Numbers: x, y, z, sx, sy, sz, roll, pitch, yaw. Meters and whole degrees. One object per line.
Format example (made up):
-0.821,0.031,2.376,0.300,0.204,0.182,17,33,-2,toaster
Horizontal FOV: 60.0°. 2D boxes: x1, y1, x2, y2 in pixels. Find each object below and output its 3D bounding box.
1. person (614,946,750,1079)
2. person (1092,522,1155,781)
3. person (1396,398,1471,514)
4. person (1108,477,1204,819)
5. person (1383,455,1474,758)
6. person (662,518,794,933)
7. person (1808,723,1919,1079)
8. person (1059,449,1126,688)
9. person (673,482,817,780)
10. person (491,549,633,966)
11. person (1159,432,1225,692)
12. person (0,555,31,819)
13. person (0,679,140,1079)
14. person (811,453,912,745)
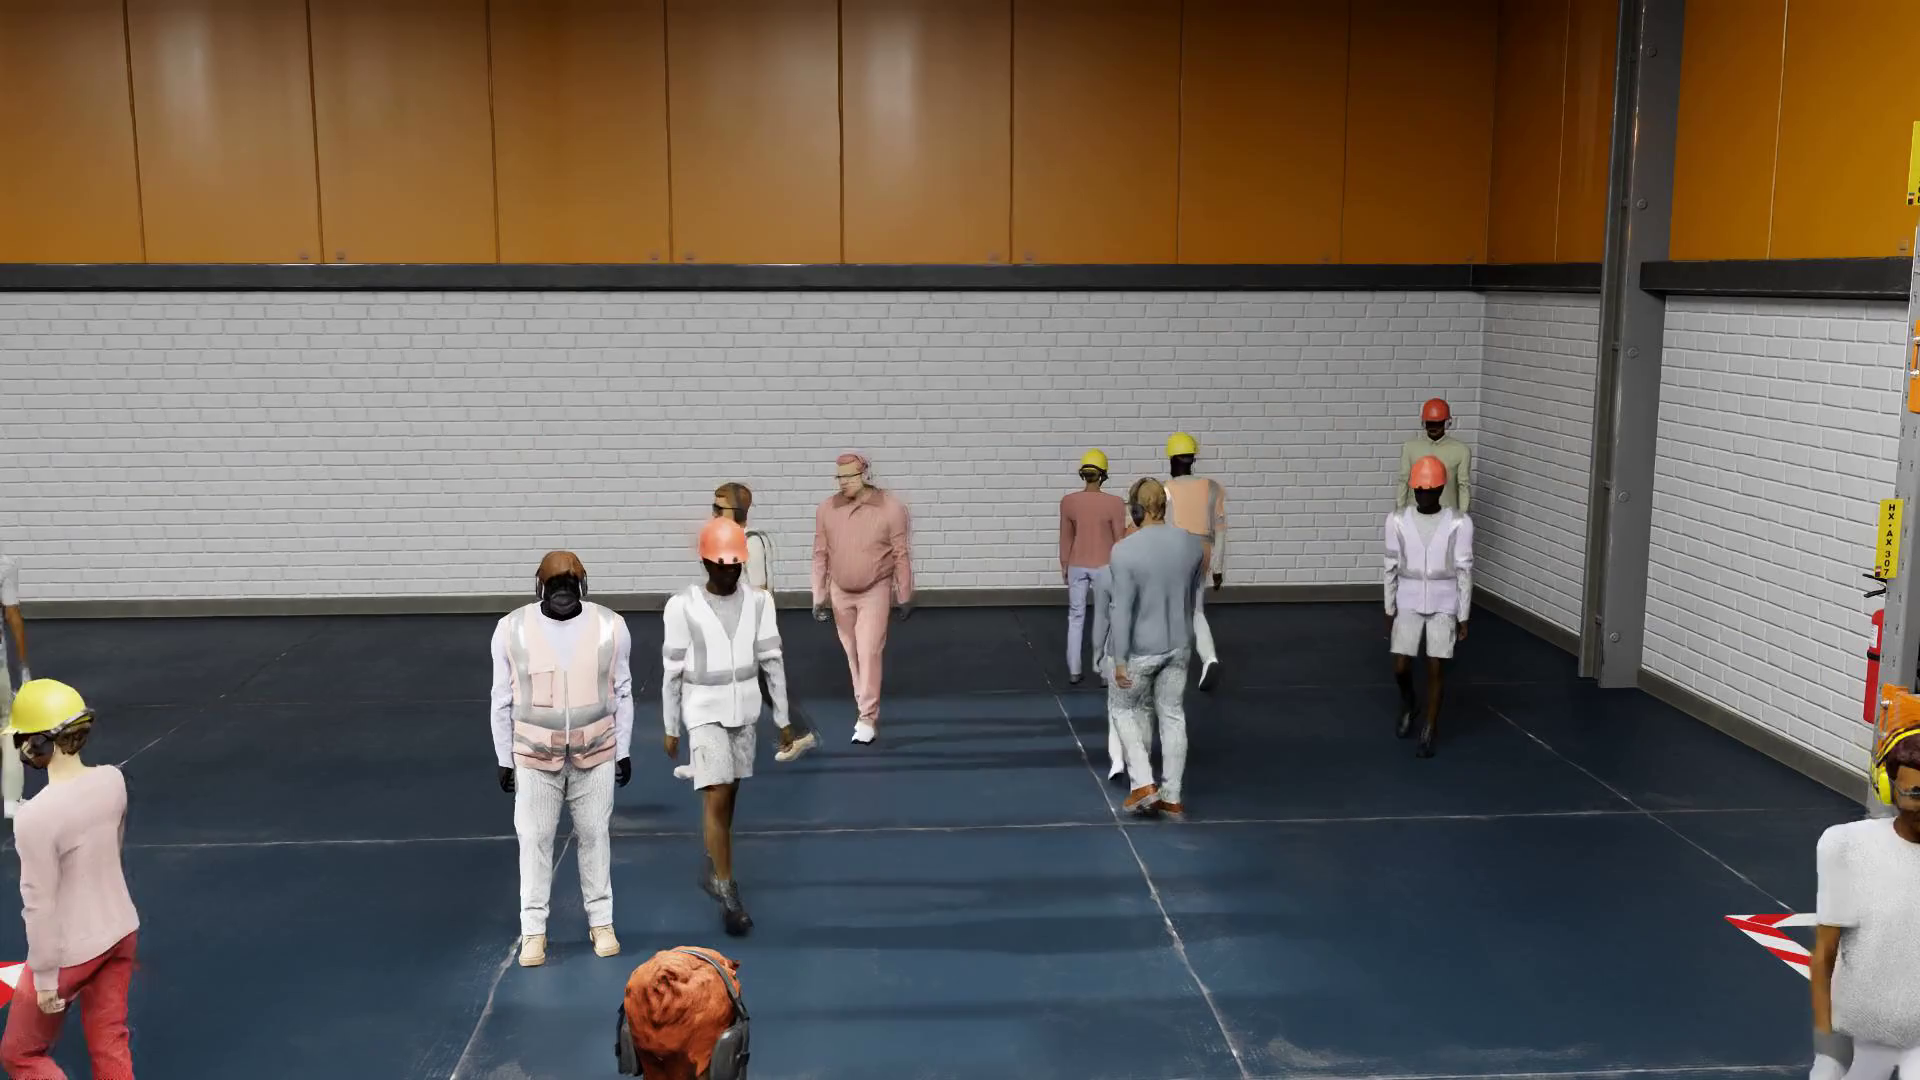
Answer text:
-0.468,1.632,2.954,0.574,1.887,0.355,1,9,7,person
1.041,0.679,9.770,0.522,1.619,0.377,2,9,15,person
4.042,-0.222,14.258,0.622,1.990,0.402,4,10,25,person
1.076,0.607,9.280,0.649,1.918,0.454,-5,10,-27,person
2.949,0.414,10.504,0.557,1.924,0.495,4,10,22,person
-1.056,0.849,7.810,0.570,1.898,0.868,-6,11,-32,person
2.555,1.412,4.503,0.483,1.823,0.889,3,10,21,person
0.984,0.209,12.292,0.526,1.765,0.335,5,10,27,person
-1.289,0.530,10.164,0.945,1.807,0.517,-4,10,-23,person
-1.748,0.951,7.369,0.624,1.844,0.429,-3,10,-18,person
1.622,0.185,11.964,0.606,1.912,0.597,-2,9,-15,person
-5.376,0.680,9.085,0.551,1.844,0.693,-4,10,-22,person
-2.884,1.309,5.405,0.358,1.752,0.535,2,9,10,person
-0.702,0.384,10.828,0.657,1.869,0.863,3,10,19,person
